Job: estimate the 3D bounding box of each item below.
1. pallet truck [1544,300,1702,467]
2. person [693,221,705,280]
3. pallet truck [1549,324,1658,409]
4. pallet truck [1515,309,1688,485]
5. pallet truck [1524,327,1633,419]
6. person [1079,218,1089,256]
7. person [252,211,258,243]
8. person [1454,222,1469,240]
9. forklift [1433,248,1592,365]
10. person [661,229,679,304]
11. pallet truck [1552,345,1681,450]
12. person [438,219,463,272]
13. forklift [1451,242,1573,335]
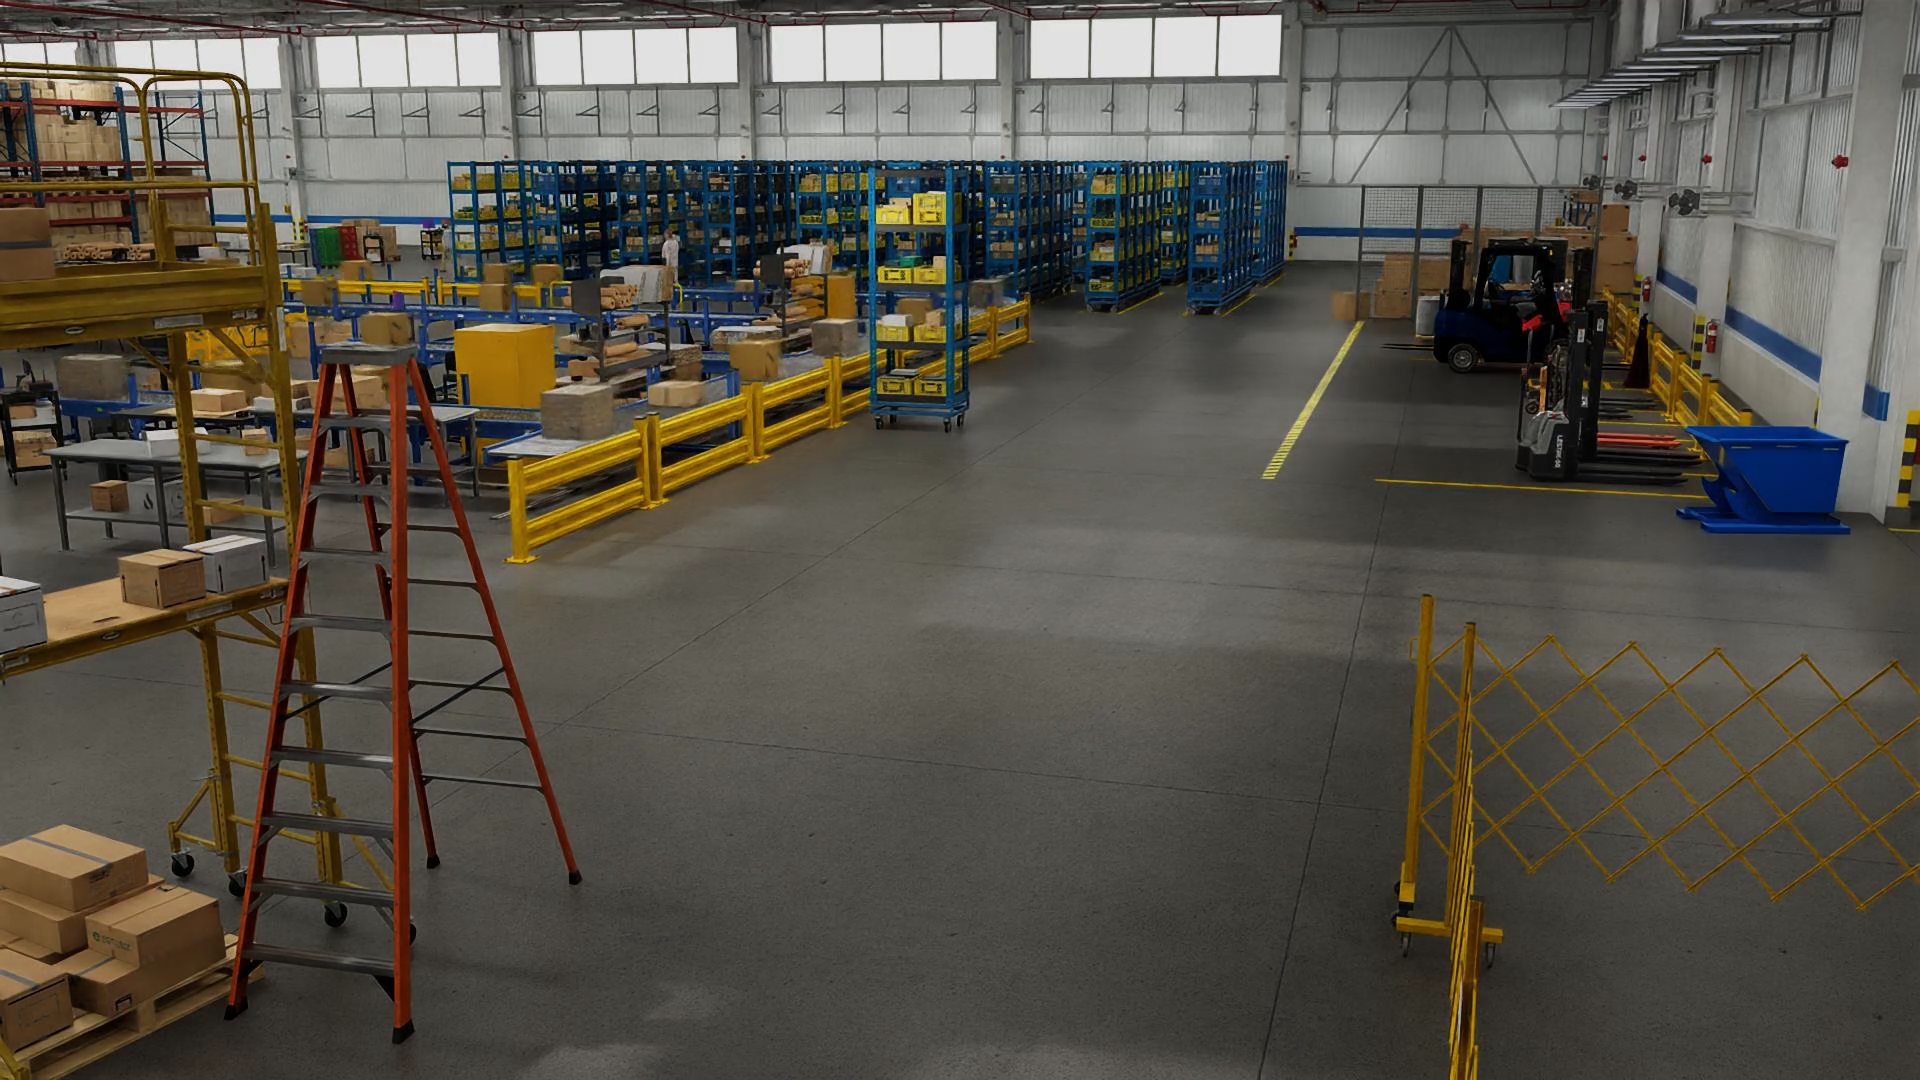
[{"bbox_3d":[8.263,-1.952,20.631,1.885,1.965,0.823,5,14,20],"label":"pallet truck"},{"bbox_3d":[-7.875,-8.864,50.900,0.830,1.815,0.566,-1,13,-4],"label":"person"},{"bbox_3d":[9.824,-2.669,25.407,1.601,1.201,0.680,4,14,16],"label":"pallet truck"},{"bbox_3d":[7.554,-1.677,19.446,1.885,1.965,0.823,3,13,14],"label":"pallet truck"},{"bbox_3d":[9.065,-2.460,24.370,1.522,1.261,0.704,3,13,14],"label":"pallet truck"},{"bbox_3d":[4.341,-10.420,57.660,0.934,1.783,0.609,2,13,7],"label":"person"},{"bbox_3d":[-24.816,-10.788,59.023,0.673,1.891,0.518,-6,14,-25],"label":"person"},{"bbox_3d":[13.676,-7.652,45.292,0.624,1.979,0.654,11,17,39],"label":"person"},{"bbox_3d":[9.780,-4.111,29.280,2.680,1.987,1.157,3,13,14],"label":"forklift"},{"bbox_3d":[-7.474,-7.039,42.804,0.402,1.906,0.652,4,14,16],"label":"person"},{"bbox_3d":[8.641,-1.896,21.908,1.630,1.274,0.653,4,14,16],"label":"pallet truck"},{"bbox_3d":[-16.641,-9.579,54.167,0.741,1.730,0.569,-5,14,-20],"label":"person"},{"bbox_3d":[10.464,-4.597,31.405,2.680,1.987,1.157,4,14,16],"label":"forklift"}]
